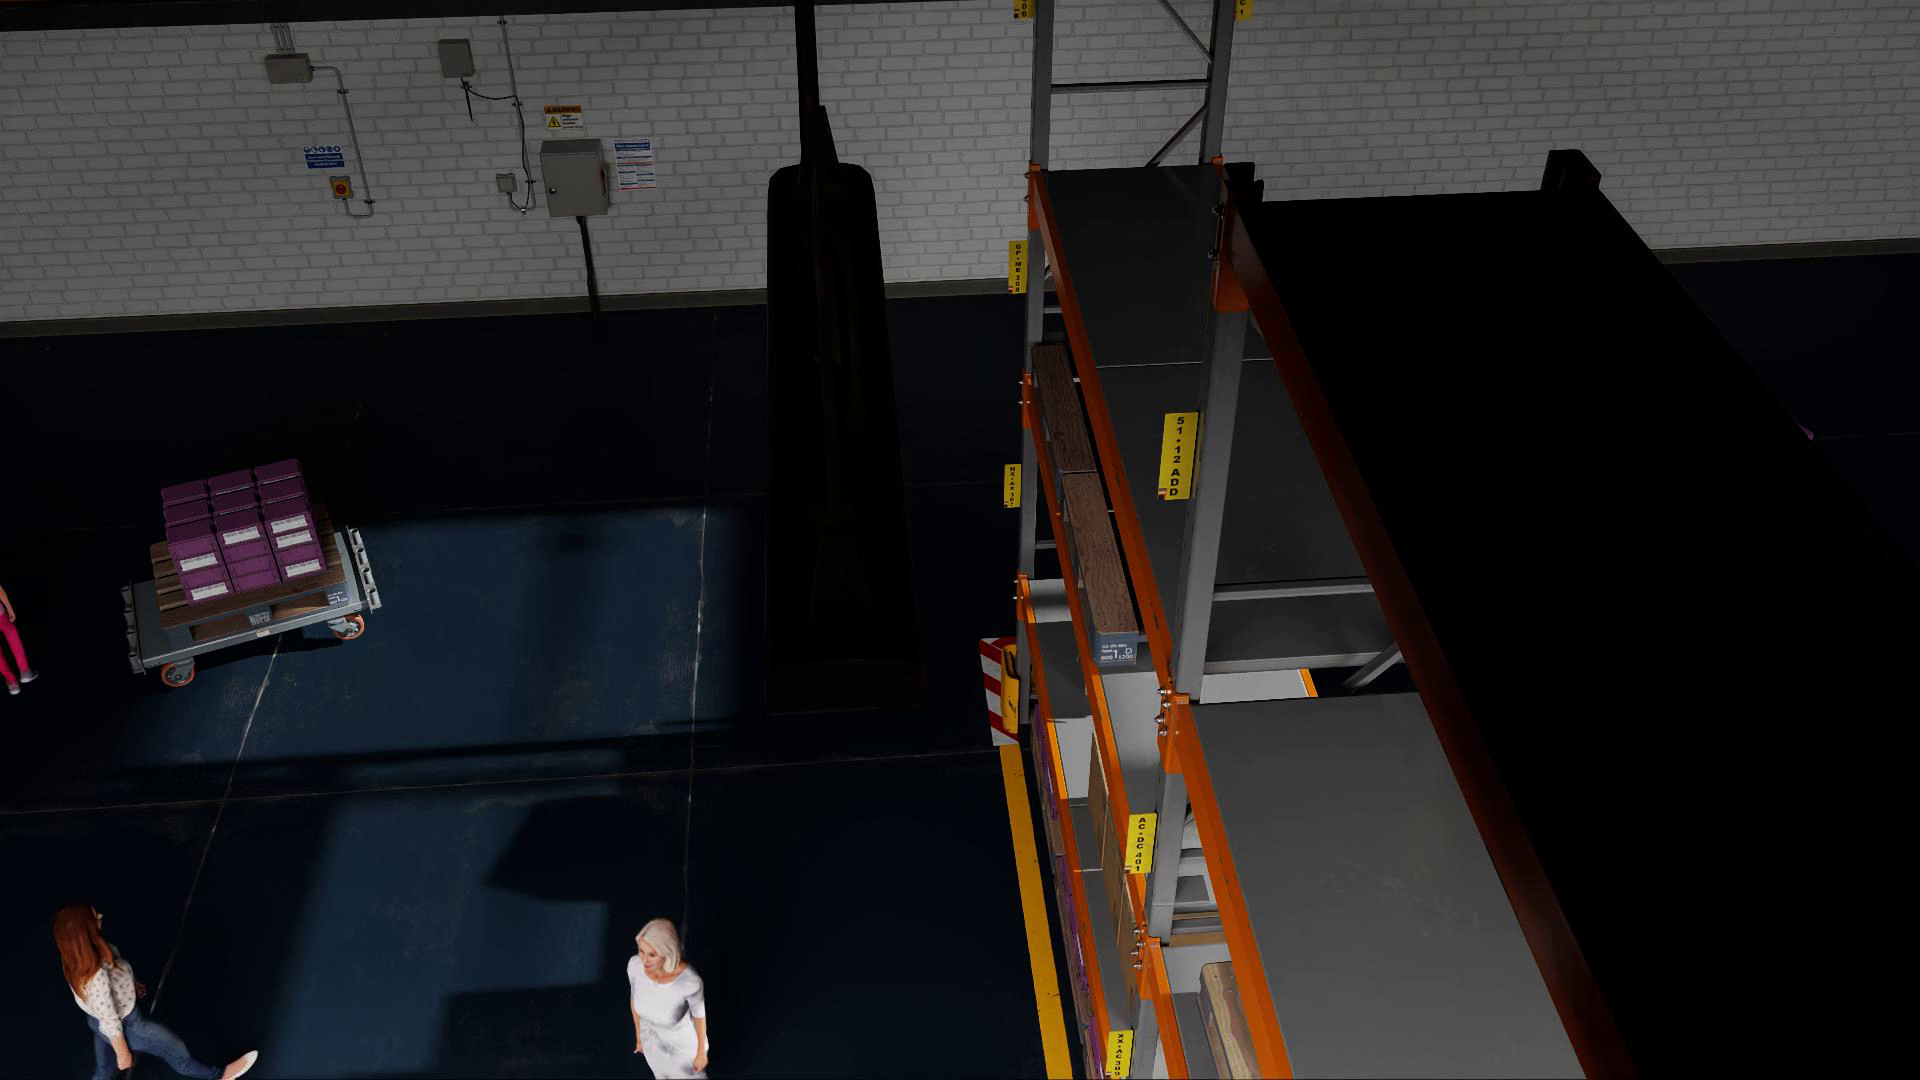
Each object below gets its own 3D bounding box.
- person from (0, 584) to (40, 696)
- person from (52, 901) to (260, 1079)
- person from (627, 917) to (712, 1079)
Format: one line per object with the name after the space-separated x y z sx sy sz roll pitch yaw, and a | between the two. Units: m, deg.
-6.528 0.541 11.161 0.580 1.262 0.619 -23 44 -26 | person
-4.327 2.484 8.389 1.111 1.686 1.119 -31 48 -33 | person
-1.441 2.483 8.338 0.628 1.752 0.622 11 40 14 | person
